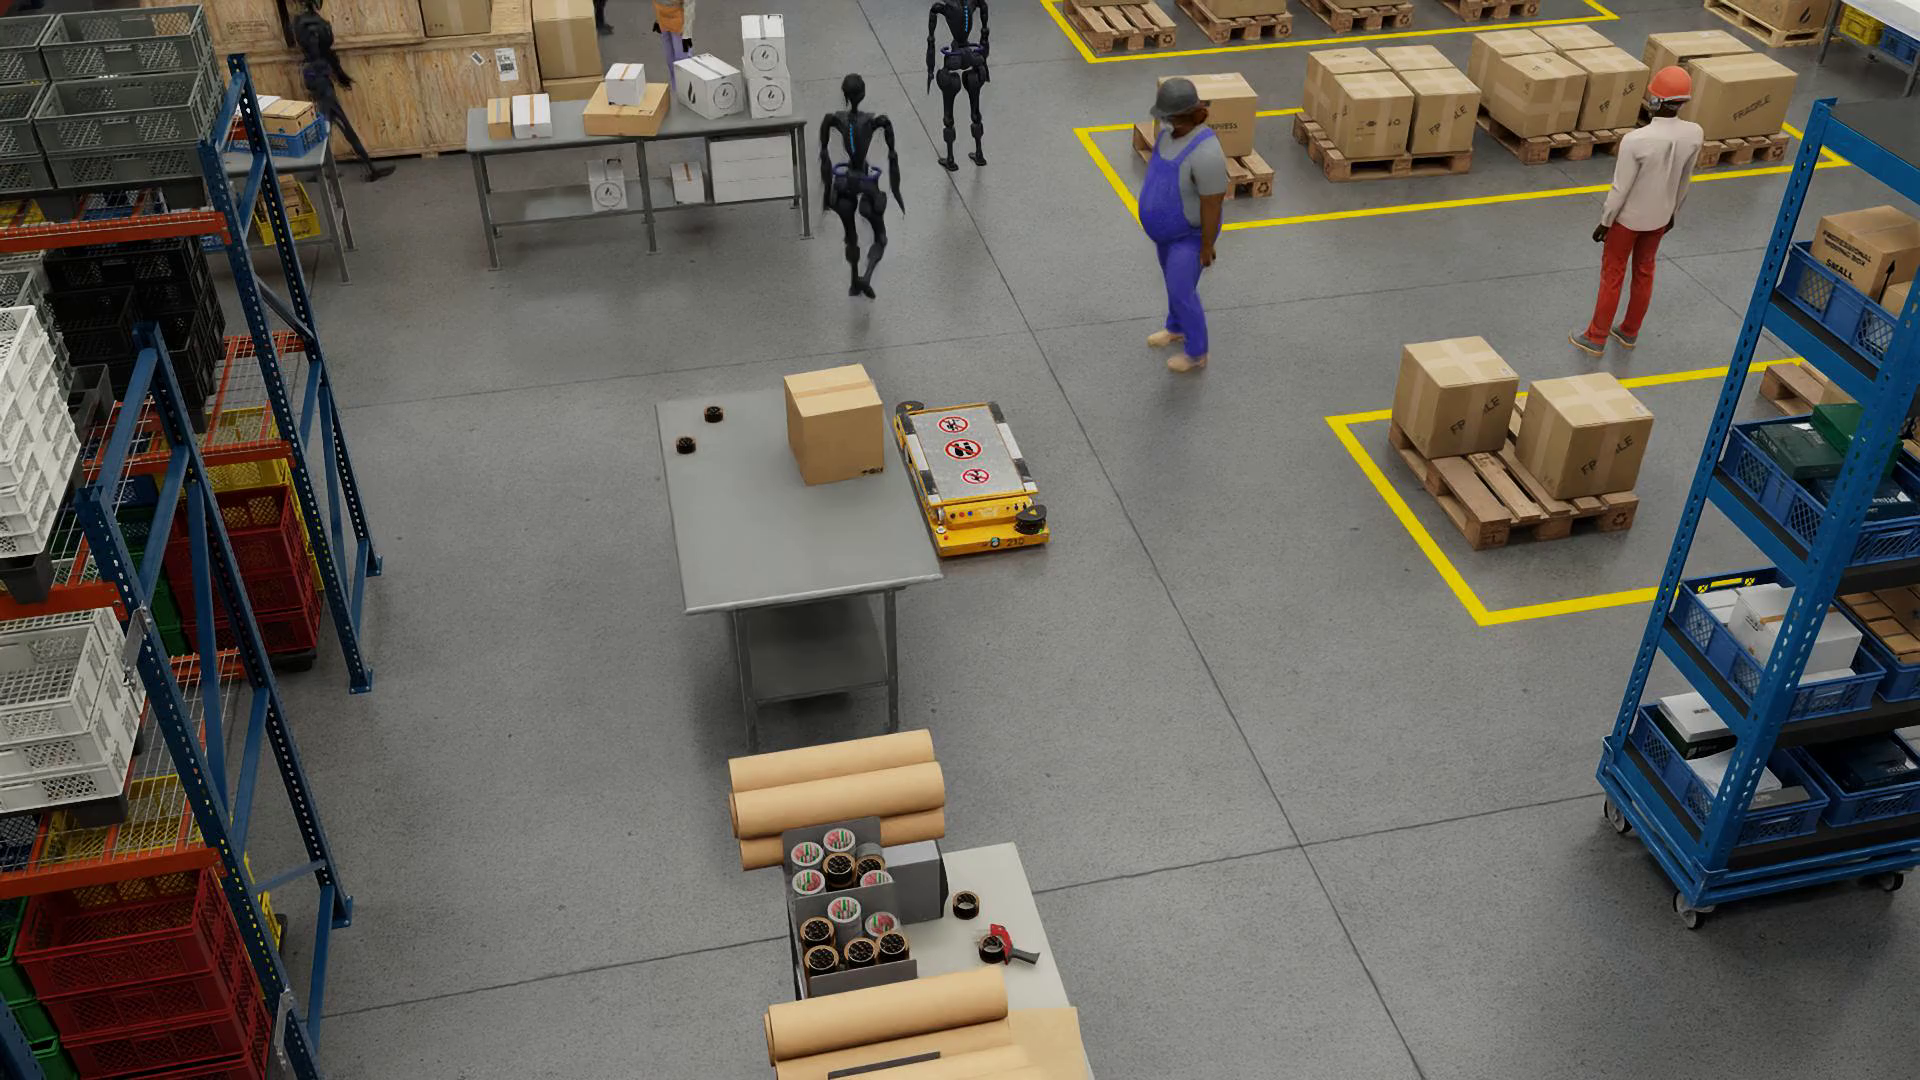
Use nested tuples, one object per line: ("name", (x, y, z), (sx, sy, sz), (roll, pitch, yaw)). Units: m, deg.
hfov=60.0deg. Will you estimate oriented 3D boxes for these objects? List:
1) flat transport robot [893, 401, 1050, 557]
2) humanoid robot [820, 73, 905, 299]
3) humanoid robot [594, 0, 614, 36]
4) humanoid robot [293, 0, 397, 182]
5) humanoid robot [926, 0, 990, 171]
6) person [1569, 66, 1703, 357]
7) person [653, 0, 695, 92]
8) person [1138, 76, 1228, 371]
("flat transport robot", (0.046, -0.430, 10.108), (0.652, 0.197, 1.431), (-8, 37, -10))
("humanoid robot", (-0.695, -2.447, 11.668), (0.606, 1.652, 0.429), (7, 37, 10))
("humanoid robot", (-3.526, -5.710, 16.053), (0.516, 1.642, 0.621), (23, 42, 28))
("humanoid robot", (-5.027, -3.641, 13.298), (0.698, 1.627, 0.621), (-13, 38, -16))
("humanoid robot", (-0.001, -3.860, 13.559), (0.575, 1.651, 0.336), (-15, 39, -19))
("person", (4.490, -2.153, 11.002), (0.620, 1.993, 0.379), (-12, 38, -15))
("person", (-2.430, -4.375, 14.050), (0.379, 1.921, 0.585), (-21, 42, -26))
("person", (1.424, -2.091, 10.881), (0.540, 2.000, 0.704), (-10, 38, -13))
